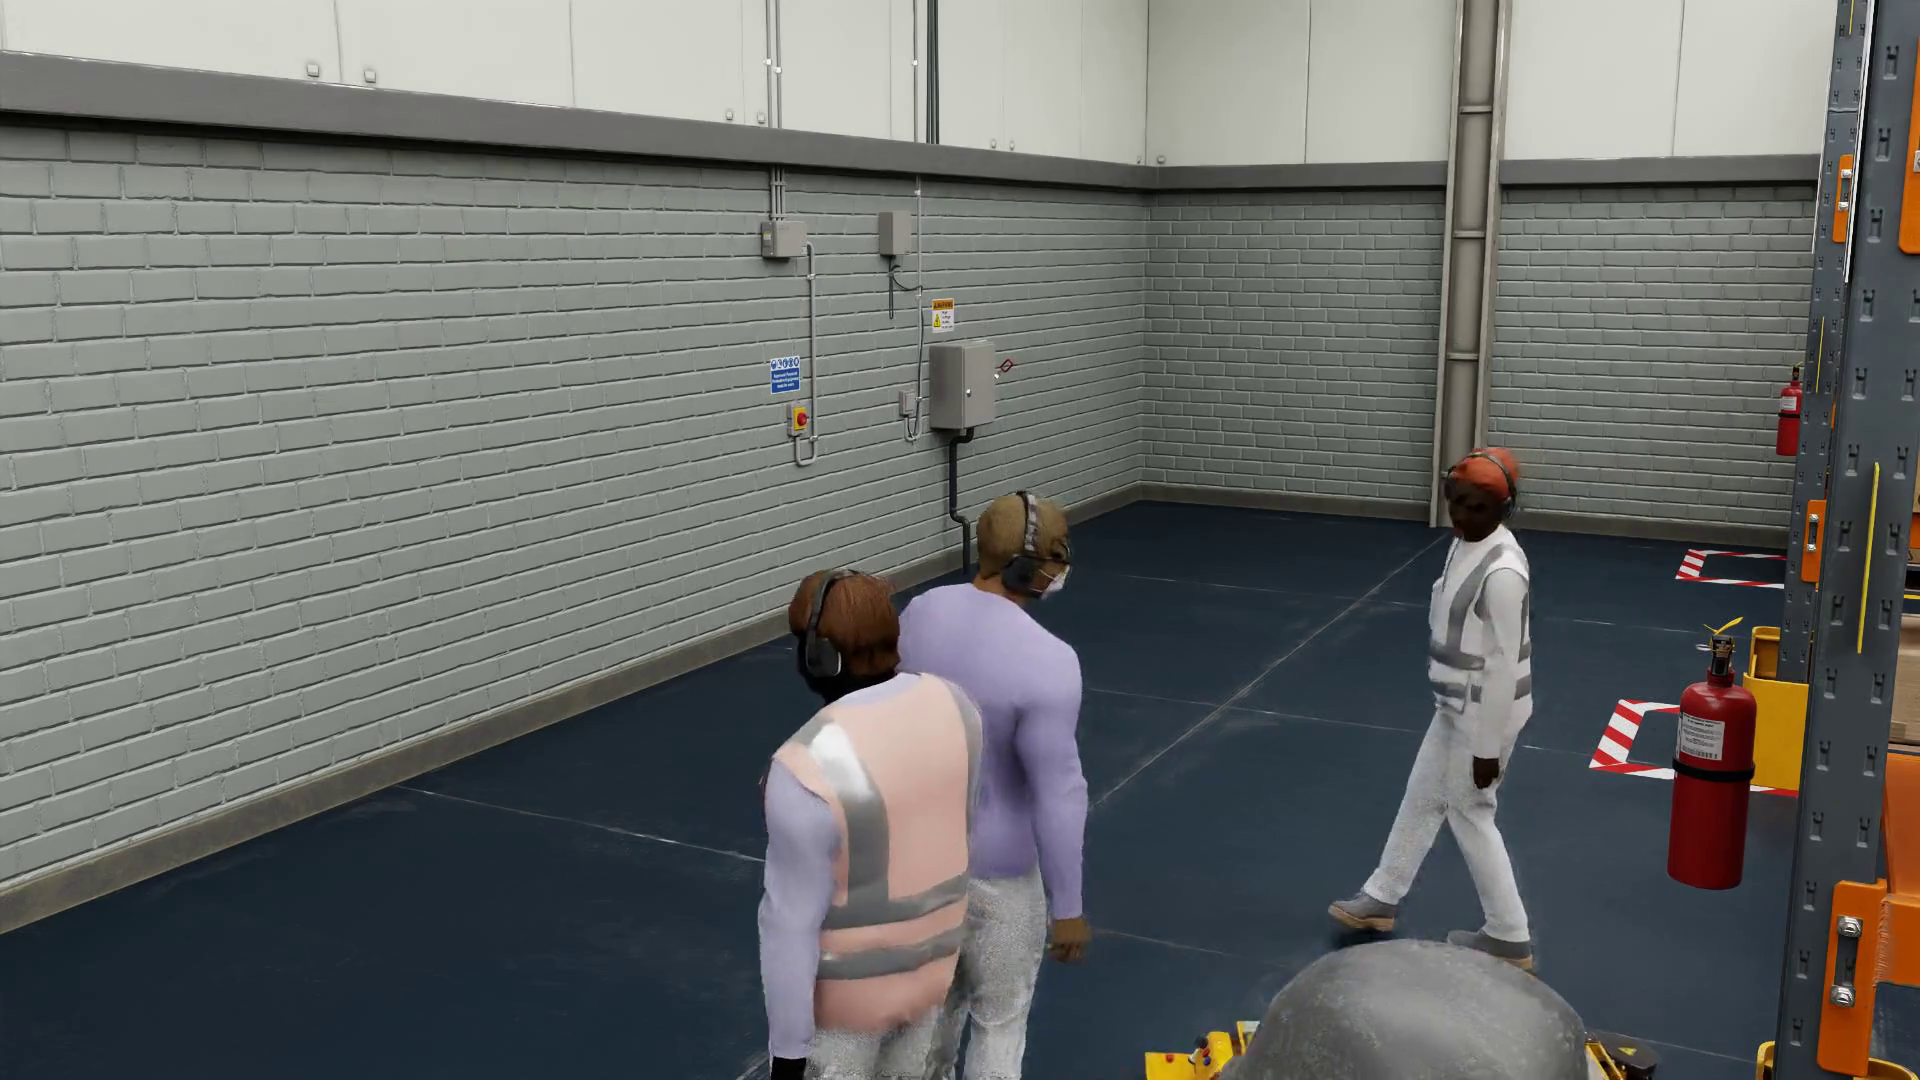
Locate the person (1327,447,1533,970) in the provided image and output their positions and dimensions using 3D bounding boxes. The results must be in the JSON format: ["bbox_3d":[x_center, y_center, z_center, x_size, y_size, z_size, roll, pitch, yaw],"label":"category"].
[{"bbox_3d":[1.663,0.579,5.674,0.692,1.829,0.656,2,11,10],"label":"person"}]

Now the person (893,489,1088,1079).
[{"bbox_3d":[0.060,0.806,4.254,0.446,1.908,0.708,-9,14,-39],"label":"person"}]

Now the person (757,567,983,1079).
[{"bbox_3d":[-0.183,0.957,3.598,0.626,1.818,0.634,8,13,38],"label":"person"}]

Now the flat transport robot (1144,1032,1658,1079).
[{"bbox_3d":[1.235,1.564,4.542,1.431,0.197,0.652,1,10,4],"label":"flat transport robot"}]
